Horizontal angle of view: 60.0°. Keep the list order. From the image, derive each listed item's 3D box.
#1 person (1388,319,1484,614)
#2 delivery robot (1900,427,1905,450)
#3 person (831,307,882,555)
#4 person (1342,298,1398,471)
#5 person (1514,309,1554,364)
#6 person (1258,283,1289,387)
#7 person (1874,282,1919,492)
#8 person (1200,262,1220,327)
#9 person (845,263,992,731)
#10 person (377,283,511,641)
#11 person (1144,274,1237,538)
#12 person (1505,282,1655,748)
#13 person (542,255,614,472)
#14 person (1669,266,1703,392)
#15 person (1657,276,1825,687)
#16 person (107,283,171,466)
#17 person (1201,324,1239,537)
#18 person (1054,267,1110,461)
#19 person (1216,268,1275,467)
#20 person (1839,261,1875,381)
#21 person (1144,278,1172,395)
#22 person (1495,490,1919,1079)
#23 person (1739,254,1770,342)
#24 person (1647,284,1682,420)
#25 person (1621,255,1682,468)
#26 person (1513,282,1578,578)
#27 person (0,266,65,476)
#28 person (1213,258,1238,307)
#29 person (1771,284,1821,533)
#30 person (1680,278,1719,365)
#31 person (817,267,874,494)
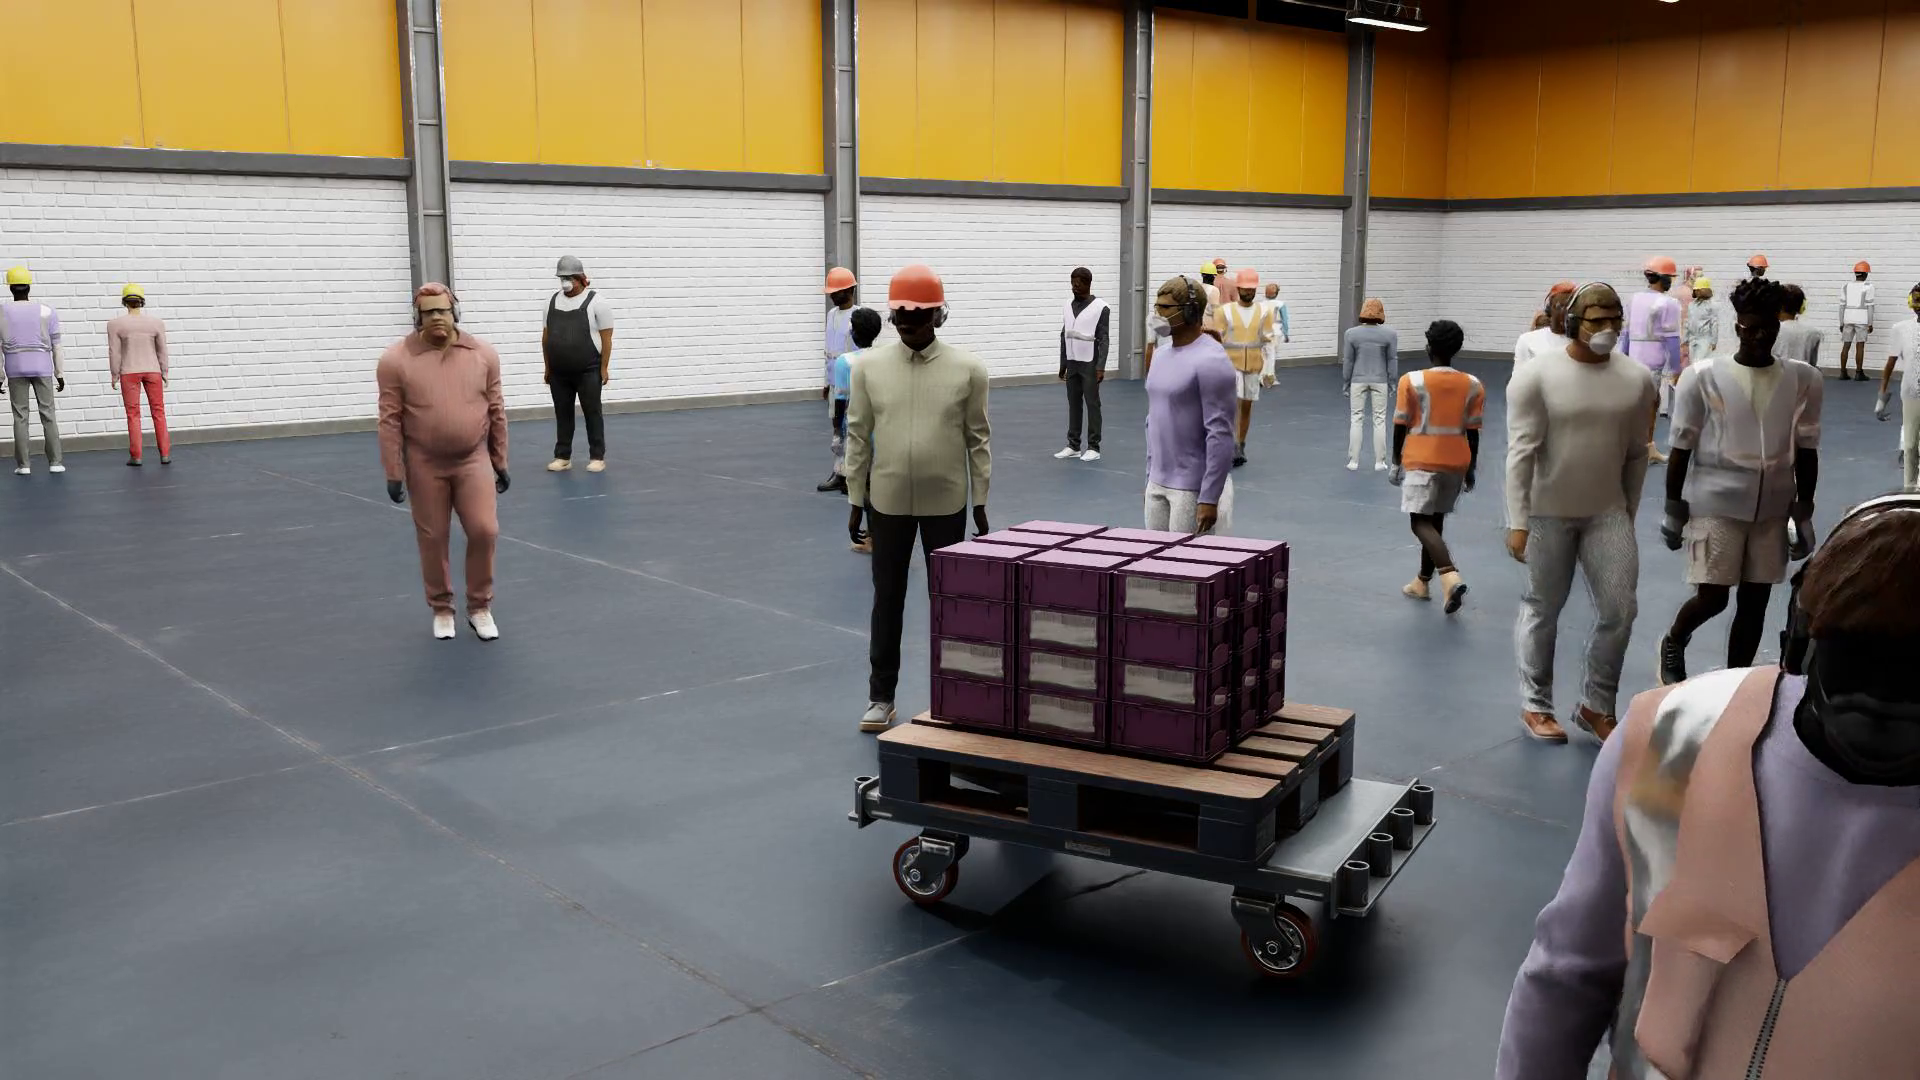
[{"bbox_3d":[2.754,-0.422,9.511,0.535,1.670,0.788,-2,10,-13],"label":"person"},{"bbox_3d":[9.133,-0.948,15.560,0.477,0.478,0.707,0,10,3],"label":"delivery robot"},{"bbox_3d":[-0.585,-0.705,11.089,0.541,1.684,0.510,-9,13,-42],"label":"person"},{"bbox_3d":[3.869,-1.466,15.715,0.507,1.633,0.277,3,10,15],"label":"person"},{"bbox_3d":[4.601,-1.009,13.085,0.504,1.617,0.555,7,12,37],"label":"person"},{"bbox_3d":[4.803,-3.184,25.839,0.730,1.612,0.516,-9,13,-43],"label":"person"},{"bbox_3d":[7.440,-1.081,12.873,0.593,1.829,0.851,9,13,43],"label":"person"},{"bbox_3d":[3.662,-3.163,24.788,0.384,1.924,0.593,-8,12,-38],"label":"person"},{"bbox_3d":[-0.179,-0.164,7.038,0.621,1.989,0.398,1,10,3],"label":"person"},{"bbox_3d":[-2.668,-0.388,8.675,0.673,1.880,0.638,-5,11,-25],"label":"person"},{"bbox_3d":[1.014,-0.234,7.607,0.358,1.938,0.636,-4,10,-20],"label":"person"},{"bbox_3d":[2.516,-0.078,6.770,0.640,1.915,0.615,0,10,-3],"label":"person"},{"bbox_3d":[-3.620,-1.648,15.588,0.688,2.000,0.536,2,10,13],"label":"person"},{"bbox_3d":[10.488,-2.995,23.922,0.460,1.885,0.664,5,11,26],"label":"person"},{"bbox_3d":[3.321,-0.153,7.138,0.600,1.943,0.563,0,10,3],"label":"person"},{"bbox_3d":[-7.934,-1.595,16.079,0.527,1.767,0.331,-7,12,-36],"label":"person"},{"bbox_3d":[1.427,-0.454,9.847,0.521,1.618,0.642,-1,10,-8],"label":"person"},{"bbox_3d":[1.232,-1.748,16.547,0.391,1.913,0.587,-9,13,-44],"label":"person"},{"bbox_3d":[2.758,-1.649,16.017,0.565,1.889,0.959,0,10,-3],"label":"person"},{"bbox_3d":[14.588,-3.554,27.047,0.370,1.939,0.543,-6,12,-33],"label":"person"},{"bbox_3d":[2.005,-1.564,15.762,0.496,1.828,0.914,1,10,5],"label":"person"},{"bbox_3d":[1.017,0.806,1.976,0.938,1.795,0.684,-8,13,-41],"label":"person"},{"bbox_3d":[12.361,-3.413,25.912,0.371,2.044,0.608,-1,10,-9],"label":"person"},{"bbox_3d":[8.581,-2.393,20.561,0.619,1.829,0.403,3,10,18],"label":"person"},{"bbox_3d":[6.643,-1.681,15.824,0.779,2.016,0.652,-3,10,-15],"label":"person"},{"bbox_3d":[3.781,-0.691,10.542,0.596,1.842,0.900,3,10,18],"label":"person"},{"bbox_3d":[-8.614,-1.557,15.382,0.587,1.930,0.360,-6,11,-31],"label":"person"},{"bbox_3d":[4.275,-3.647,27.450,0.611,1.987,0.392,-1,10,-4],"label":"person"},{"bbox_3d":[6.101,-0.990,12.417,0.550,1.803,0.984,0,10,0],"label":"person"},{"bbox_3d":[10.247,-2.759,23.027,0.413,1.728,0.494,-4,10,-22],"label":"person"},{"bbox_3d":[-0.985,-1.349,14.171,0.543,1.928,0.374,9,13,44],"label":"person"}]
